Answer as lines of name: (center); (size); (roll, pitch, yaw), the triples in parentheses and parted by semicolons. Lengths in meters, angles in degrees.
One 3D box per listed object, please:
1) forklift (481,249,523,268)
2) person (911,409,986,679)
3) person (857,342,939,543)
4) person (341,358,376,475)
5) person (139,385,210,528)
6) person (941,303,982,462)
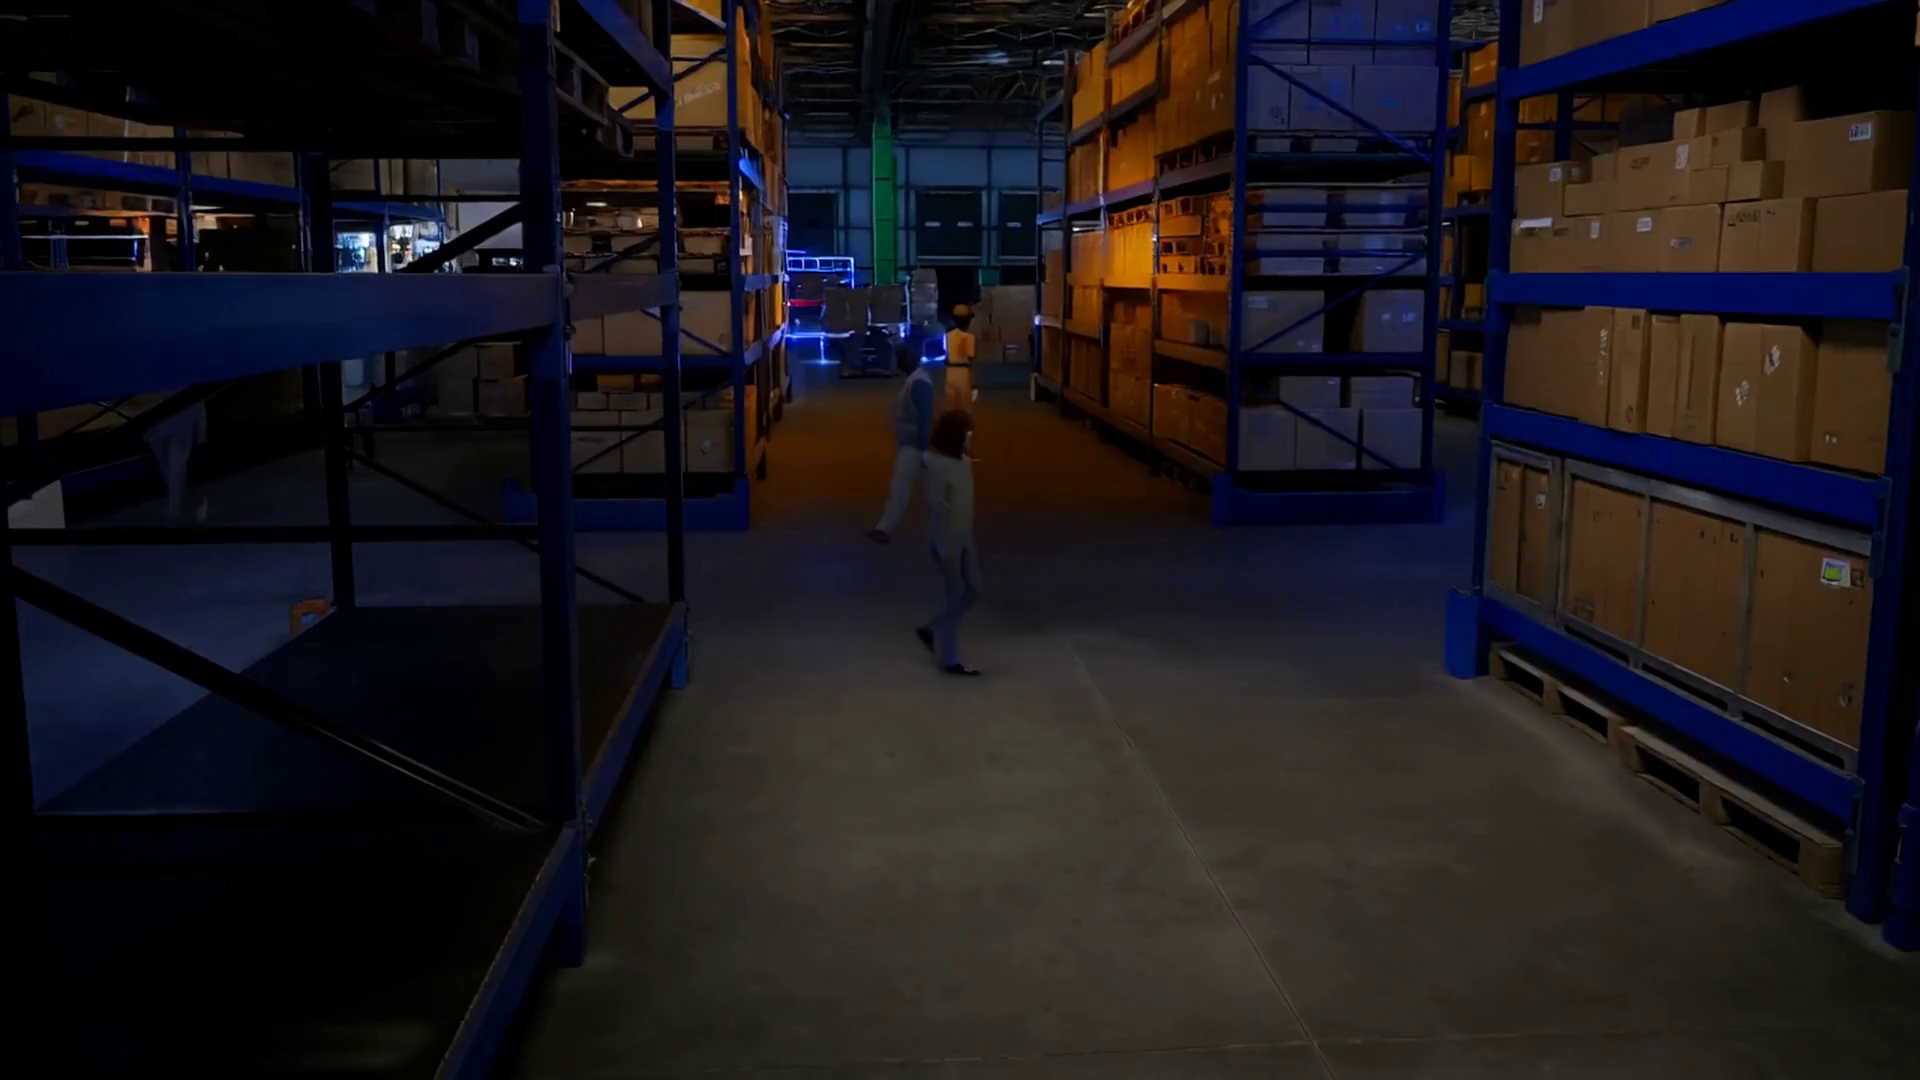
forklift: (-7.419, -3.437, 27.712); (1.129, 2.768, 1.873); (-1, 9, -4)
person: (-0.063, 0.019, 9.942); (0.416, 1.617, 0.517); (4, 10, 21)
person: (-0.511, -0.870, 14.970); (0.915, 1.799, 0.652); (-1, 9, -4)
person: (-7.298, -1.624, 20.029); (0.536, 1.697, 0.322); (-5, 11, -30)
person: (-7.313, -0.991, 15.548); (0.659, 1.881, 0.846); (2, 9, 13)
person: (0.024, -2.024, 21.457); (0.378, 2.045, 0.605); (-7, 12, -39)
